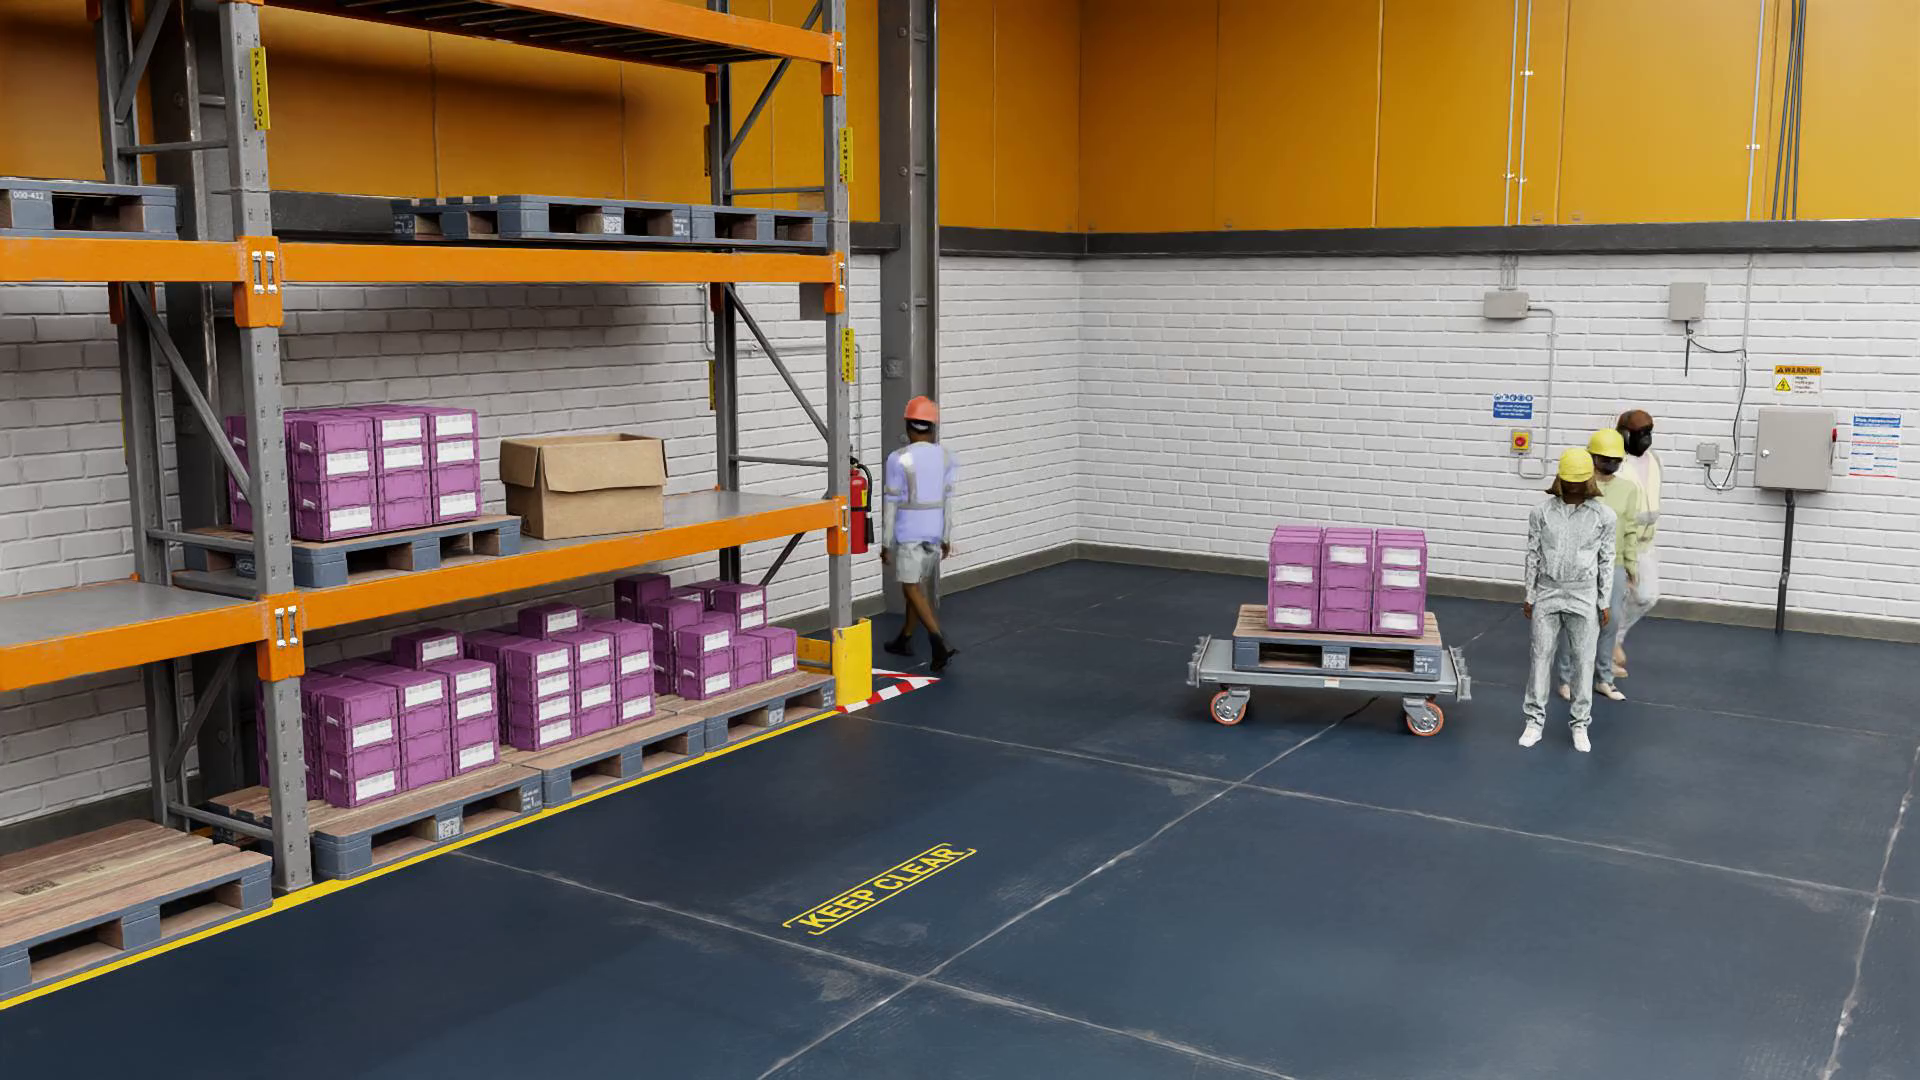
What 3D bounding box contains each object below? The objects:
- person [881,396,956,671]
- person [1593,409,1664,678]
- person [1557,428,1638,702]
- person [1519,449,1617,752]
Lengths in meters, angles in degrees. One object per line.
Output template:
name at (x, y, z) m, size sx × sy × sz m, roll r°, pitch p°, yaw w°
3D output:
person at (-0.278, -0.056, 11.583) m, size 0.557 × 1.895 × 0.931 m, roll -7°, pitch 11°, yaw -39°
person at (4.497, 0.024, 11.271) m, size 0.637 × 1.832 × 0.433 m, roll -3°, pitch 9°, yaw -21°
person at (4.059, 0.164, 10.575) m, size 0.534 × 1.760 × 0.344 m, roll -2°, pitch 9°, yaw -10°
person at (3.462, 0.342, 9.483) m, size 0.484 × 1.737 × 0.308 m, roll 4°, pitch 10°, yaw 23°
